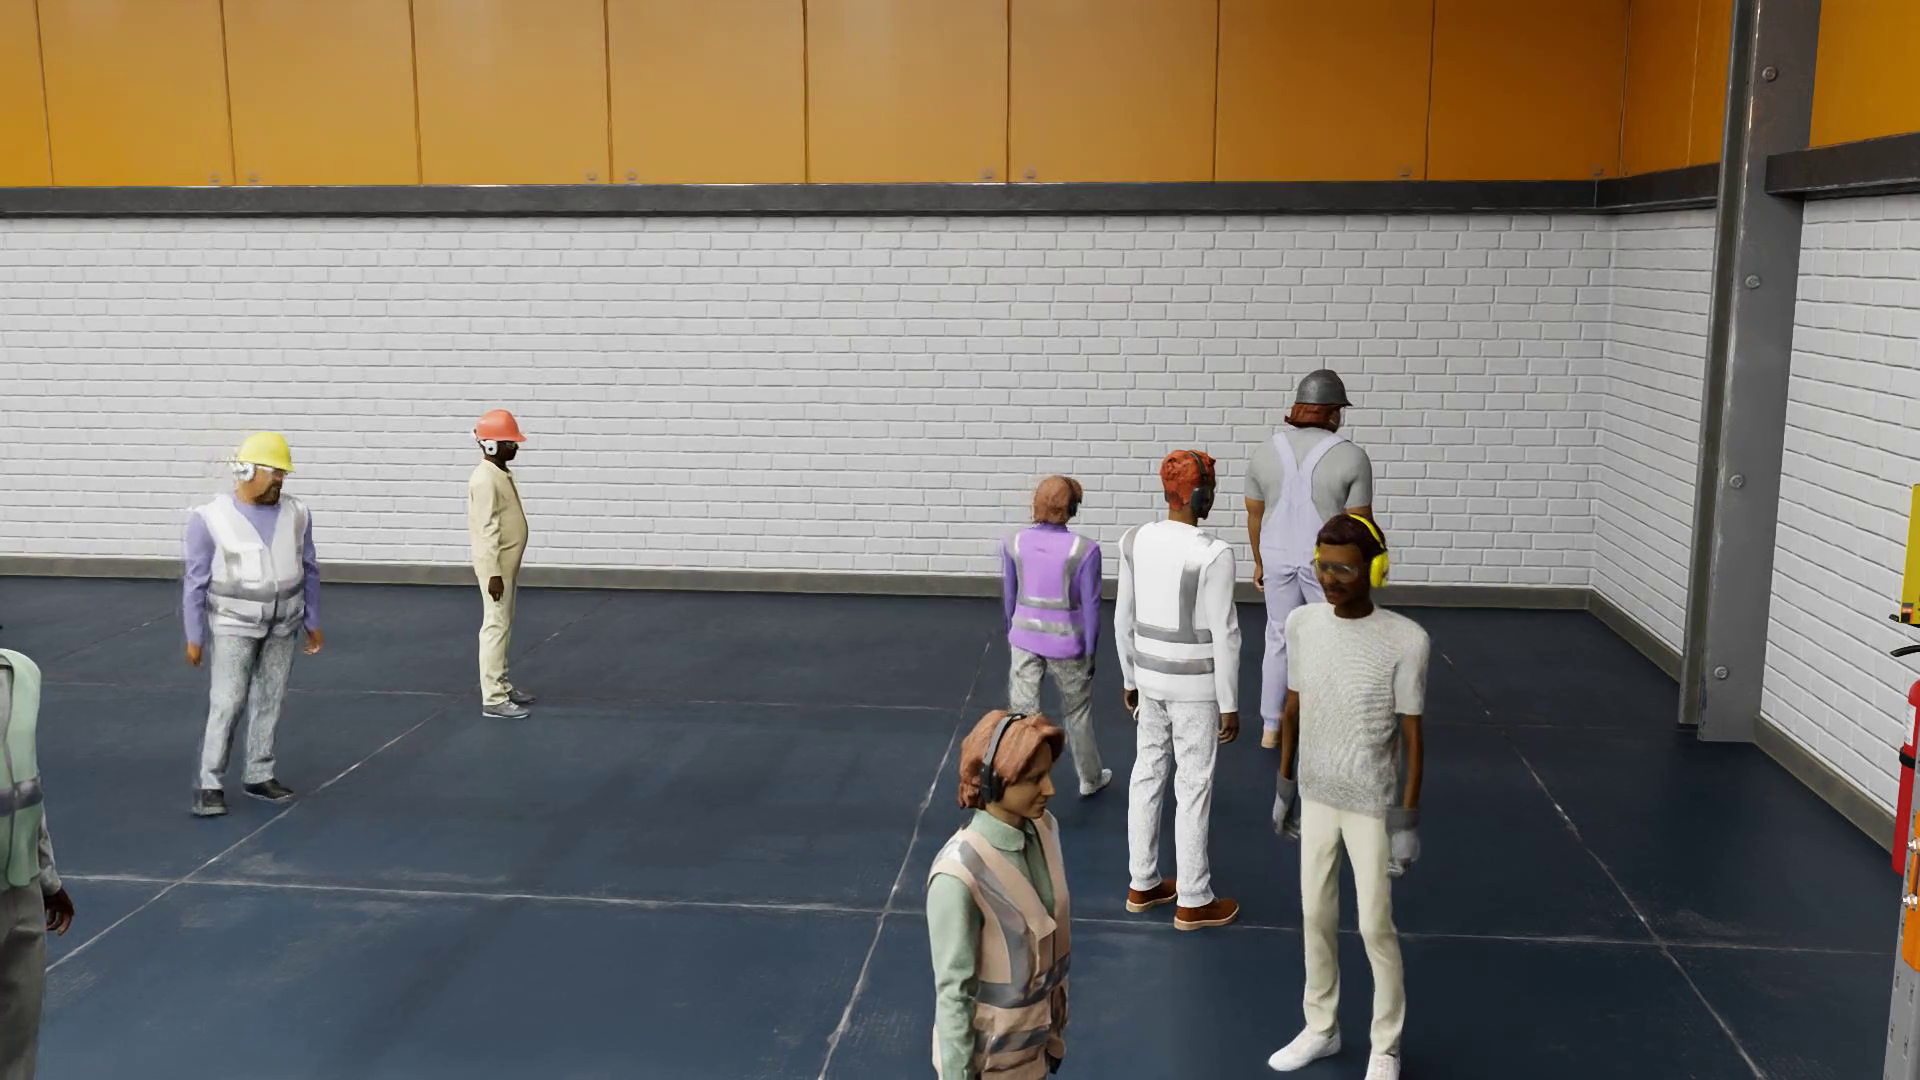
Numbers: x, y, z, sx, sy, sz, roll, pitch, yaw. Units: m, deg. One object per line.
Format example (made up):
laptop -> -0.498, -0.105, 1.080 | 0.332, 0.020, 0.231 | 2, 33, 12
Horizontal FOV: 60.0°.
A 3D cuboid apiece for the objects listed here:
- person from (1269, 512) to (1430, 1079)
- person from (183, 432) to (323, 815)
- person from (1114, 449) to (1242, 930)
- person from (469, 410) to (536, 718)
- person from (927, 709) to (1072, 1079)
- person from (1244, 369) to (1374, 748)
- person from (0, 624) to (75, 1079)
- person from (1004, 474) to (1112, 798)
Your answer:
person -> 1.210, 0.823, 5.225 | 0.528, 1.859, 0.330 | 9, 13, 42
person -> -3.324, 0.391, 7.883 | 0.407, 1.800, 0.627 | 9, 13, 41
person -> 0.864, 0.581, 6.532 | 0.341, 1.882, 0.587 | -8, 13, -40
person -> -2.609, 0.128, 9.498 | 0.335, 1.749, 0.575 | -1, 10, -7
person -> 0.092, 1.184, 3.790 | 0.308, 1.636, 0.524 | 5, 11, 26
person -> 1.873, 0.110, 8.781 | 0.688, 2.000, 0.536 | 7, 12, 35
person -> -2.571, 0.948, 4.331 | 0.379, 1.918, 0.597 | 1, 10, 7
person -> 0.454, 0.491, 7.830 | 0.532, 1.601, 0.798 | 5, 11, 25
